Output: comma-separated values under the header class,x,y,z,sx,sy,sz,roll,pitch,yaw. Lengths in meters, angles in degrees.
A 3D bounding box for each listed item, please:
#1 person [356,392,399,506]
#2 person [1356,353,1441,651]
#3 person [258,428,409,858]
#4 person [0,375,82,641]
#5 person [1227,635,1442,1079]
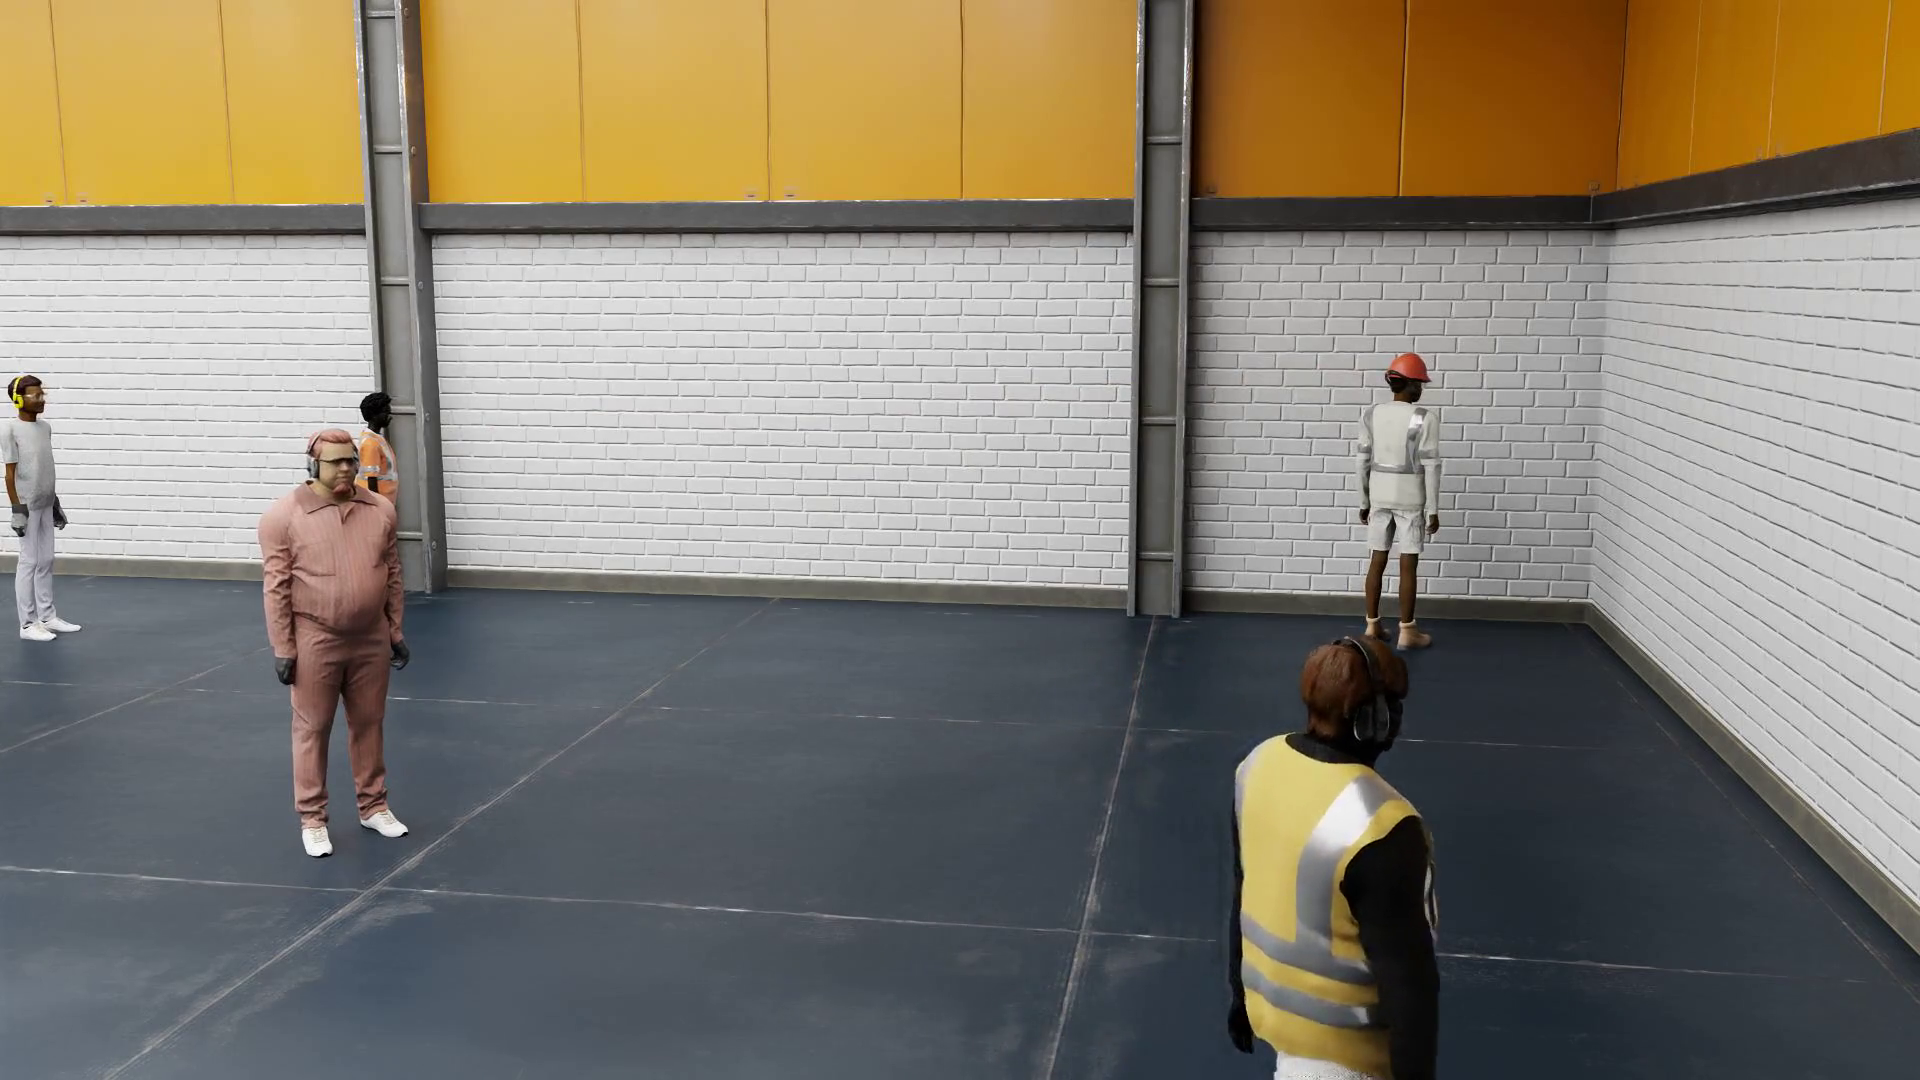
class,x,y,z,sx,sy,sz,roll,pitch,yaw
person,-4.418,-0.275,12.624,0.319,1.690,0.532,-3,10,-15
person,3.042,-0.266,11.490,0.613,2.038,0.393,9,13,44
person,-2.787,0.447,7.503,0.409,1.909,0.639,9,13,44
person,-6.540,-0.230,11.789,0.328,1.873,0.513,1,9,4
person,0.842,1.103,3.809,0.971,1.800,0.637,-3,10,-16
